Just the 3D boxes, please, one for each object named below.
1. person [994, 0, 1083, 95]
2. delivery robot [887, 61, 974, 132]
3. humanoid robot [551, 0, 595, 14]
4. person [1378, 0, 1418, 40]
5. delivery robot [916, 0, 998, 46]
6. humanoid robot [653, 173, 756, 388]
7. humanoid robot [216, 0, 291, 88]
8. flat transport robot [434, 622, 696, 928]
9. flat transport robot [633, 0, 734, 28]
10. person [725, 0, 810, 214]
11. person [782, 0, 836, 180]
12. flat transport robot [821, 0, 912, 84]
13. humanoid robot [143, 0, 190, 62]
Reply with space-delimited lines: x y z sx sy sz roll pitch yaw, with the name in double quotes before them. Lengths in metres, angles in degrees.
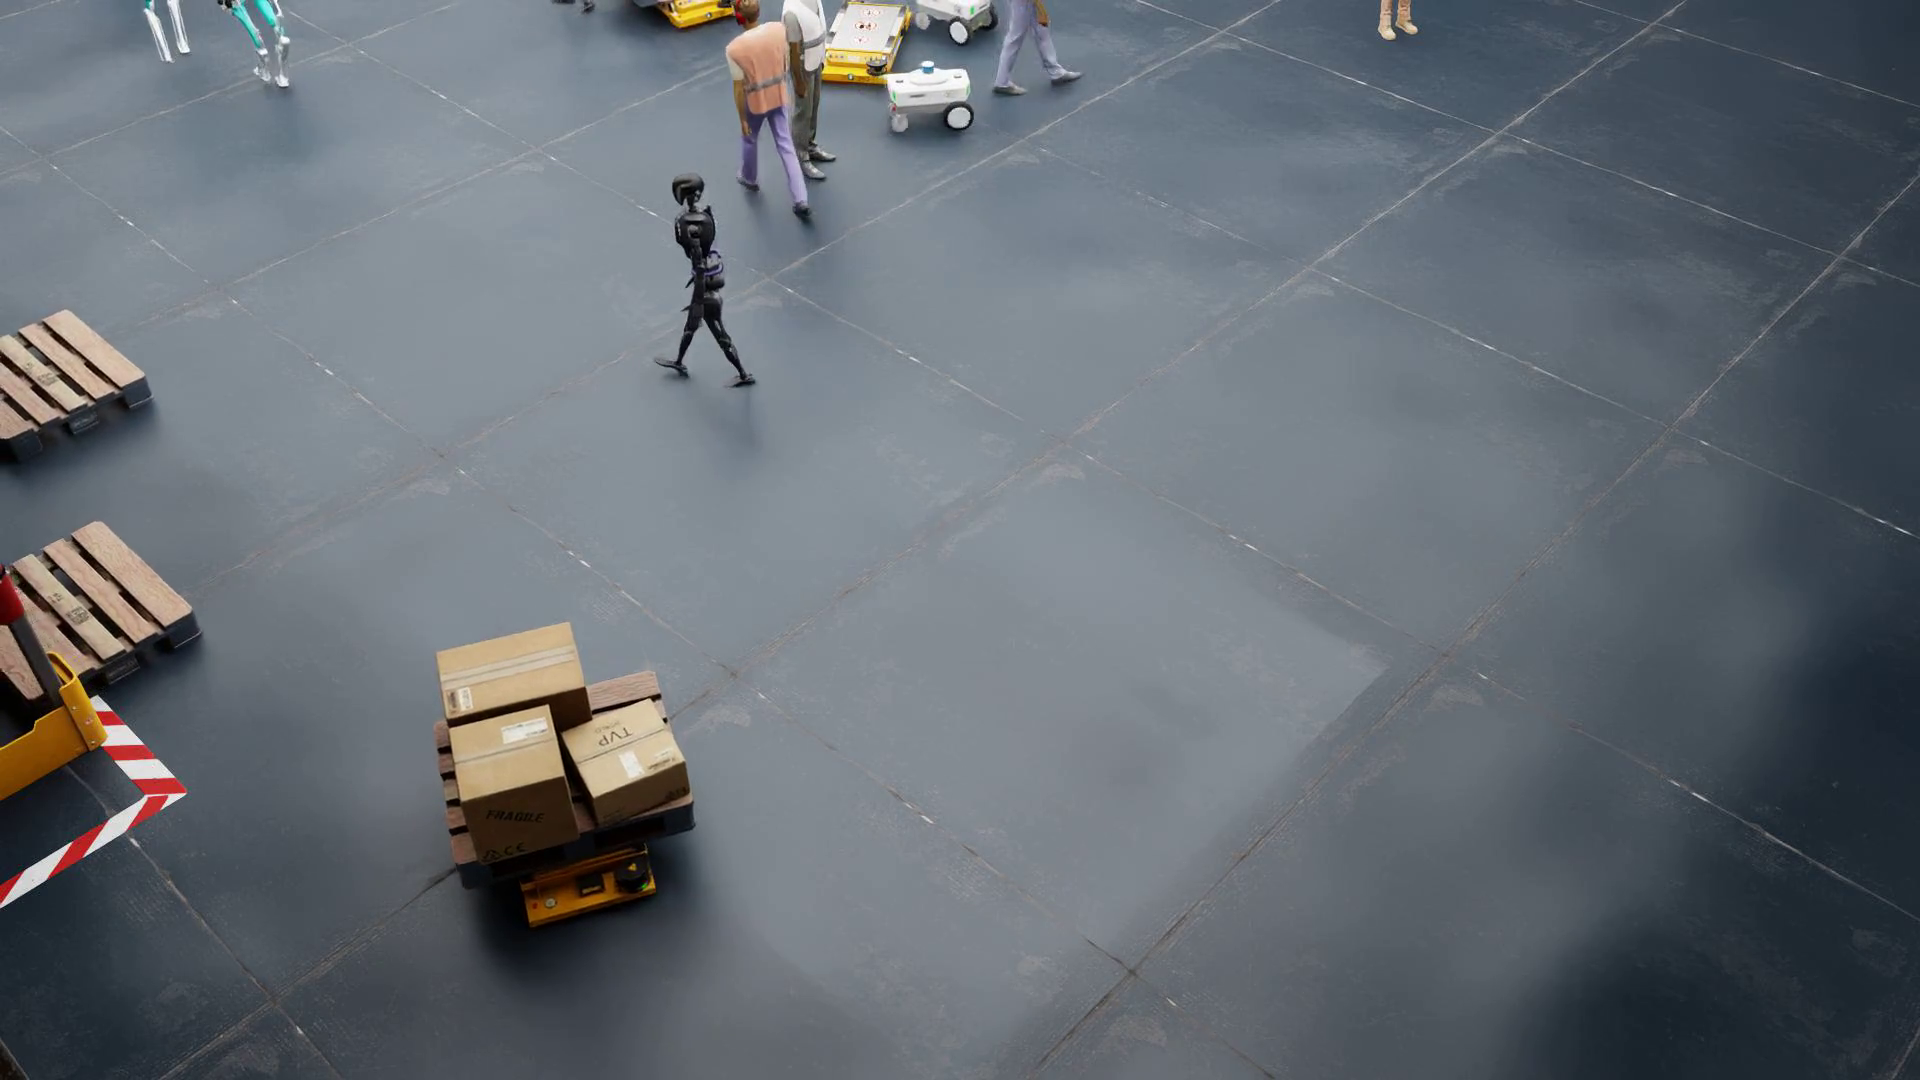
"person" 0.712 -4.787 14.695 0.856 1.805 0.583 2 42 3
"delivery robot" -0.255 -3.922 14.686 0.815 0.614 0.499 -7 42 -7
"humanoid robot" -3.863 -5.900 16.045 0.401 1.651 0.595 -10 43 -11
"person" 4.254 -5.599 15.644 0.478 1.747 0.319 -19 45 -20
"delivery robot" -0.058 -5.156 16.035 0.774 0.583 0.499 26 48 26
"humanoid robot" -1.823 -1.753 11.447 0.739 1.633 0.599 -6 42 -7
"humanoid robot" -6.293 -4.794 14.759 0.533 1.776 0.831 -26 48 -26
"flat transport robot" -2.108 1.396 8.974 0.659 0.231 1.431 -13 44 -14
"flat transport robot" -2.853 -5.546 16.691 0.659 0.231 1.431 -24 47 -24
"person" -1.553 -3.478 13.248 0.577 1.798 0.952 -25 48 -25
"person" -1.273 -3.889 13.672 0.374 1.840 0.567 9 43 10
"flat transport robot" -0.901 -4.750 15.806 0.659 0.231 1.431 6 42 6
"humanoid robot" -7.494 -5.314 15.346 0.554 1.810 0.669 -25 48 -25
